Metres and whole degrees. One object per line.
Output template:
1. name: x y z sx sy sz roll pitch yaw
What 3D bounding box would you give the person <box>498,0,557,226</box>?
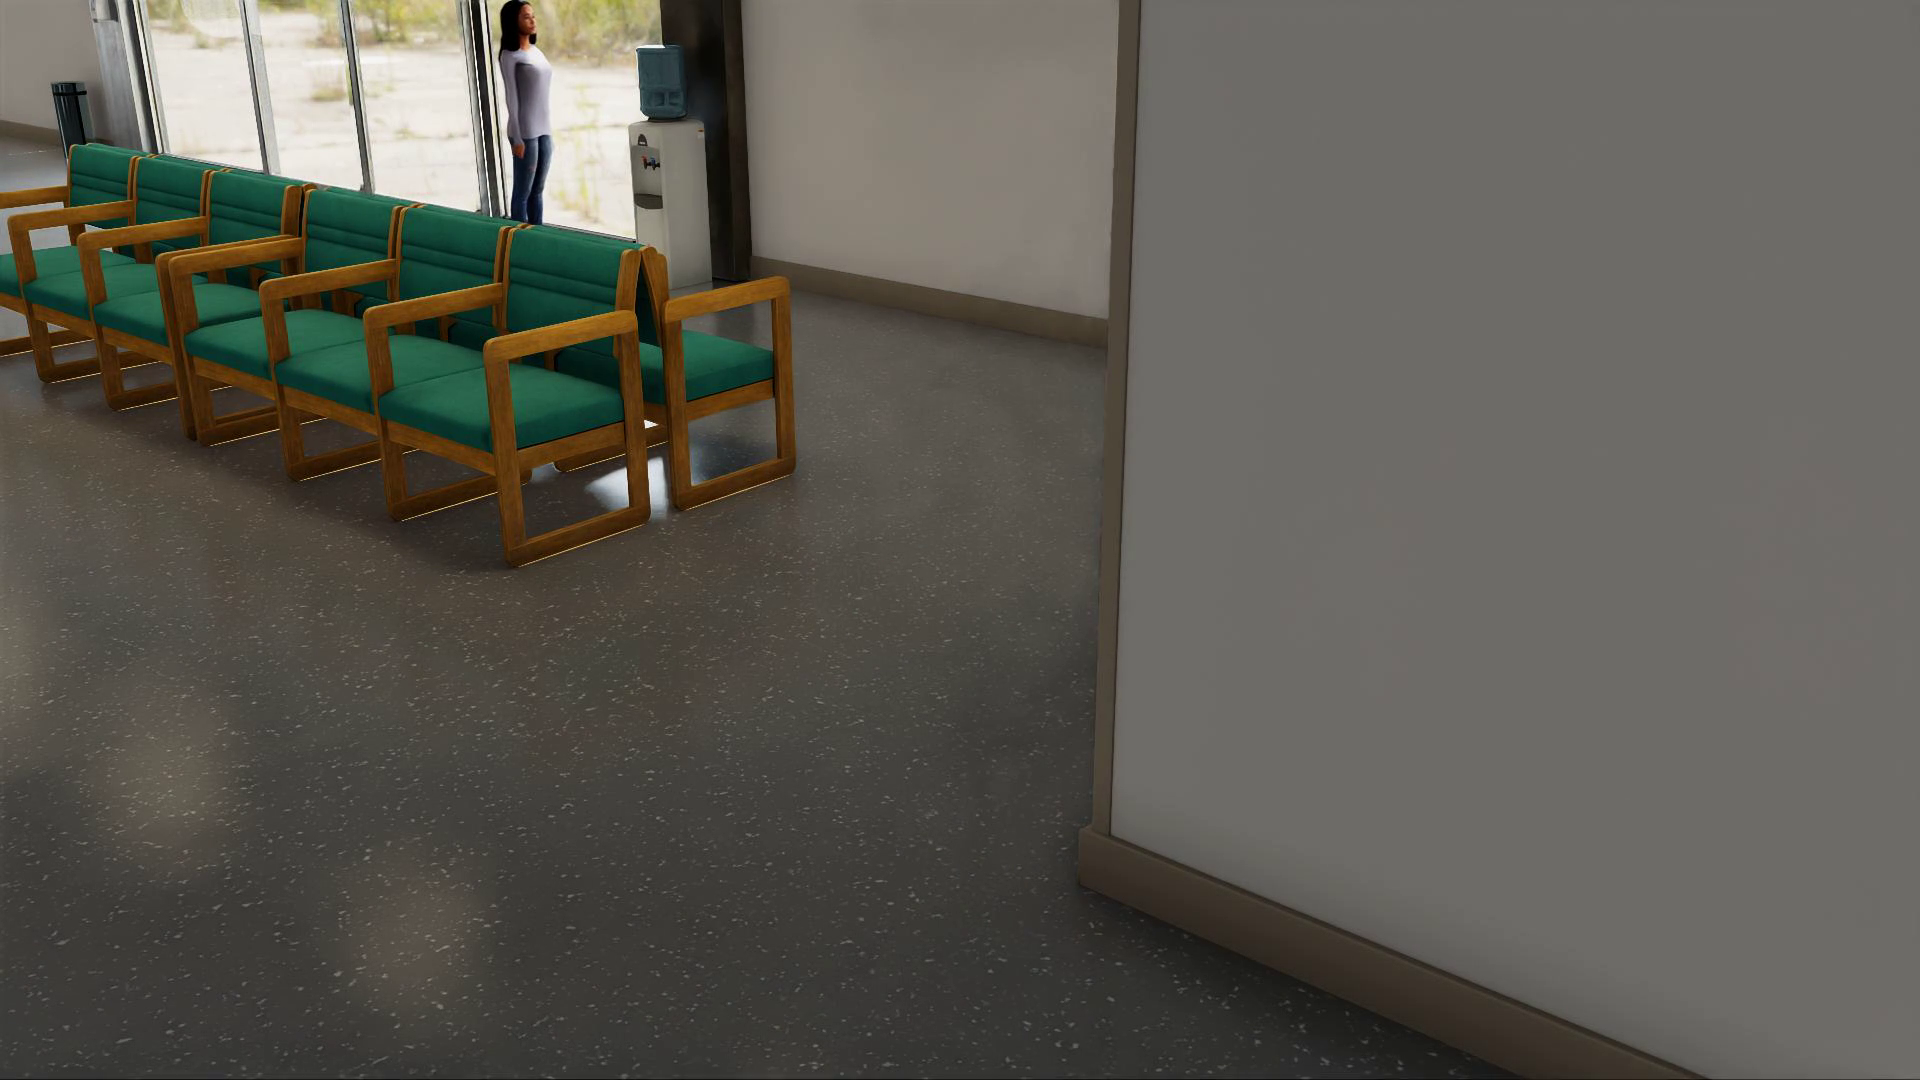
1. person: -2.924 -2.743 11.238 0.743 1.735 0.604 6 22 15
